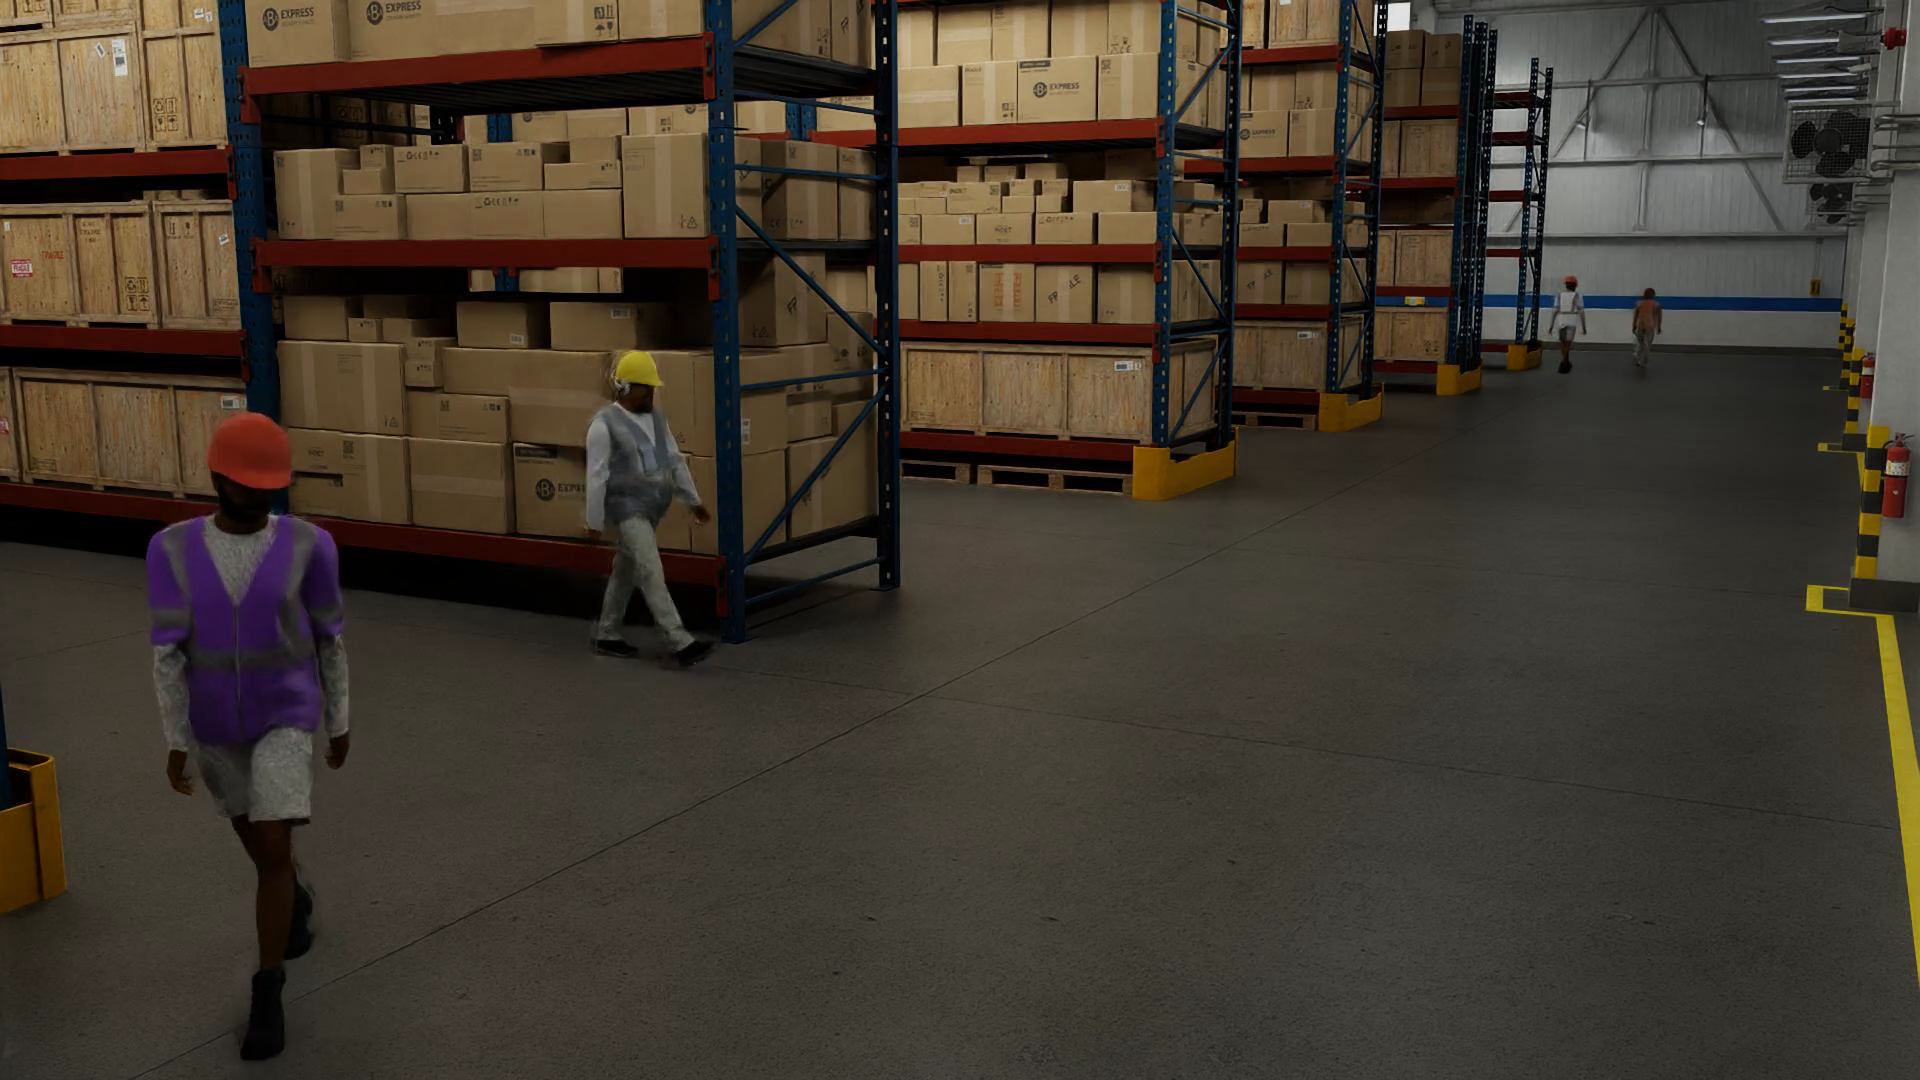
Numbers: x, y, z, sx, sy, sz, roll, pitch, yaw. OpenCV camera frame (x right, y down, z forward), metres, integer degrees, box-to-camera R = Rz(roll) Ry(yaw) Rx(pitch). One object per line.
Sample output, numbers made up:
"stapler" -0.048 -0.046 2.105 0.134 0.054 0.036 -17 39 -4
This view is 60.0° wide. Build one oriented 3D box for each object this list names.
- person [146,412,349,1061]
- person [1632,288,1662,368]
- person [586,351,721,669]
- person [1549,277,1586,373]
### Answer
"person" -2.178 0.521 5.163 0.540 1.884 1.012 -2 10 -12
"person" 13.989 -4.307 33.841 0.532 1.616 0.623 8 13 38
"person" -1.723 -0.166 9.368 0.950 1.771 0.595 4 11 21
"person" 11.874 -4.191 32.454 0.619 1.865 1.031 8 13 39
